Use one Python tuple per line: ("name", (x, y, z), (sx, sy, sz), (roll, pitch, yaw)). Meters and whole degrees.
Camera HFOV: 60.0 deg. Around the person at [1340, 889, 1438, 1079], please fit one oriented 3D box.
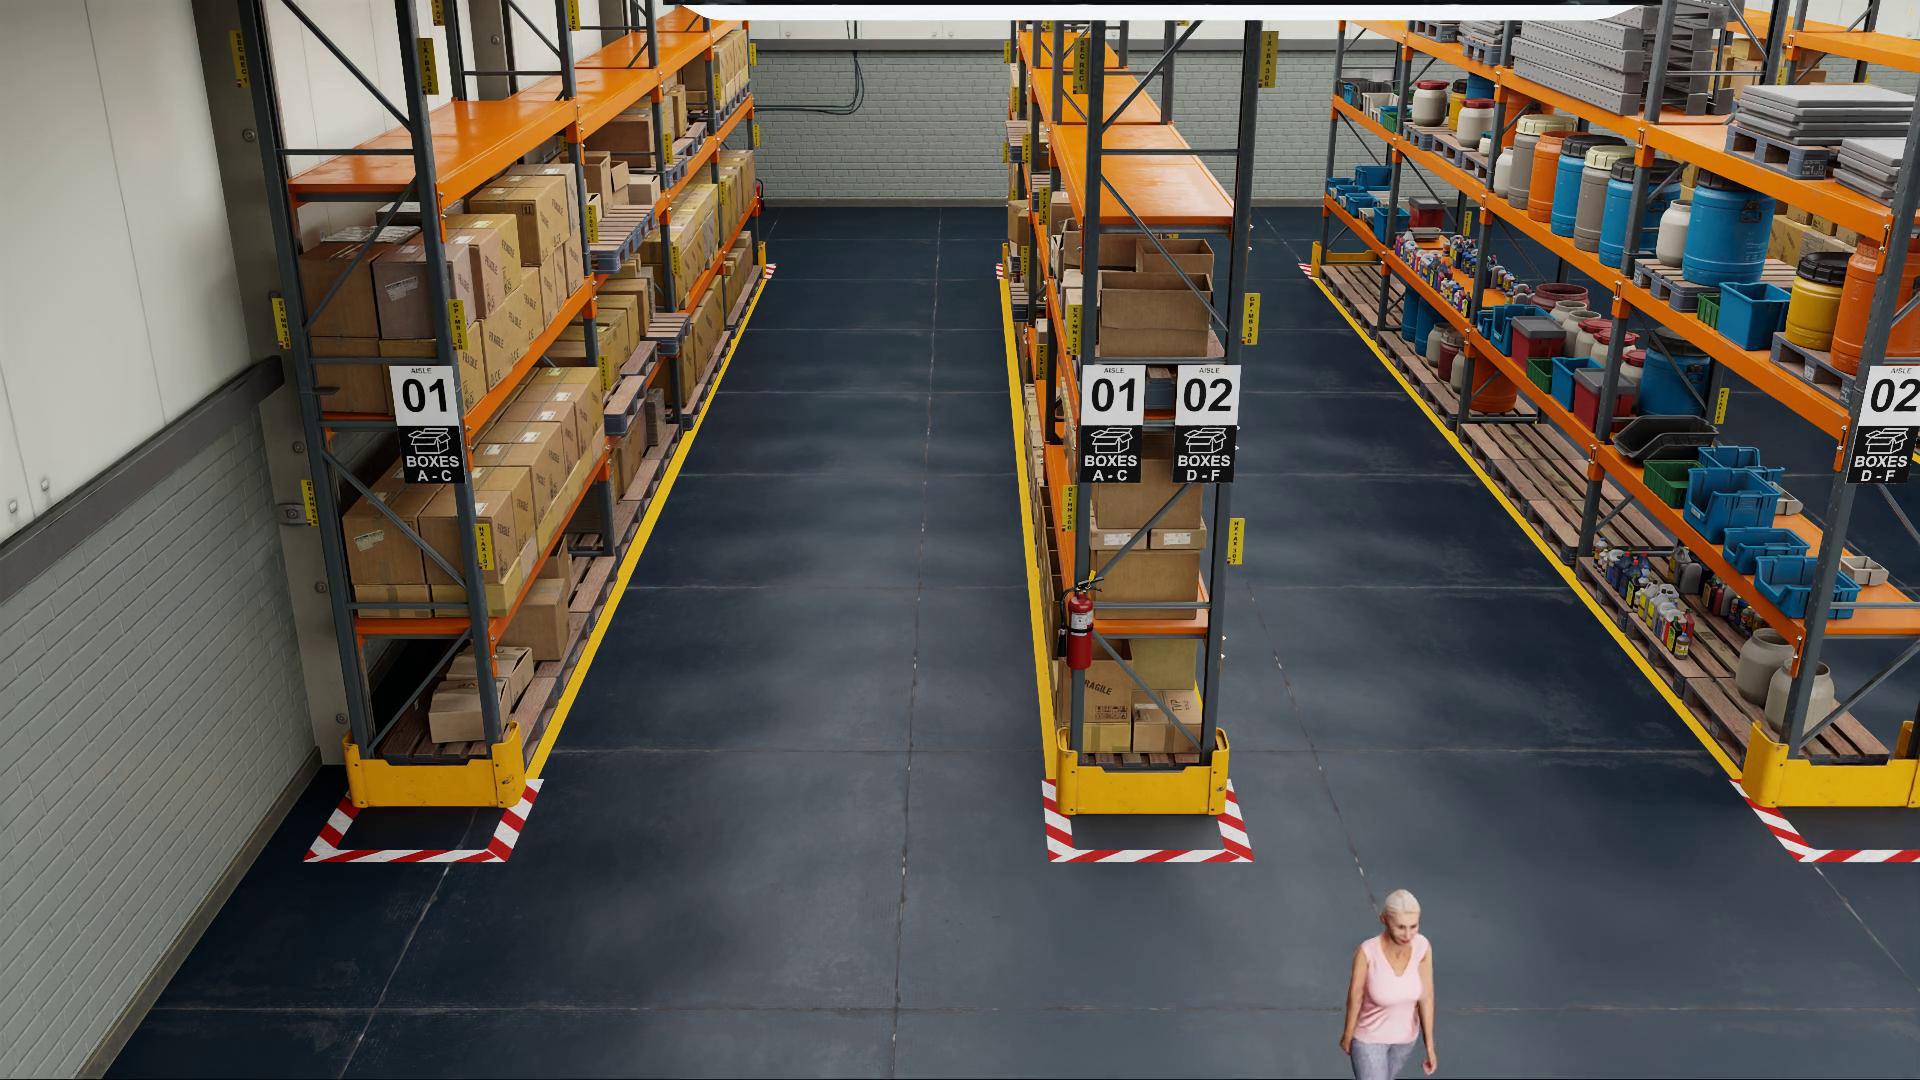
("person", (2.038, 2.388, 8.129), (0.718, 1.684, 1.126), (-5, 23, -13))
